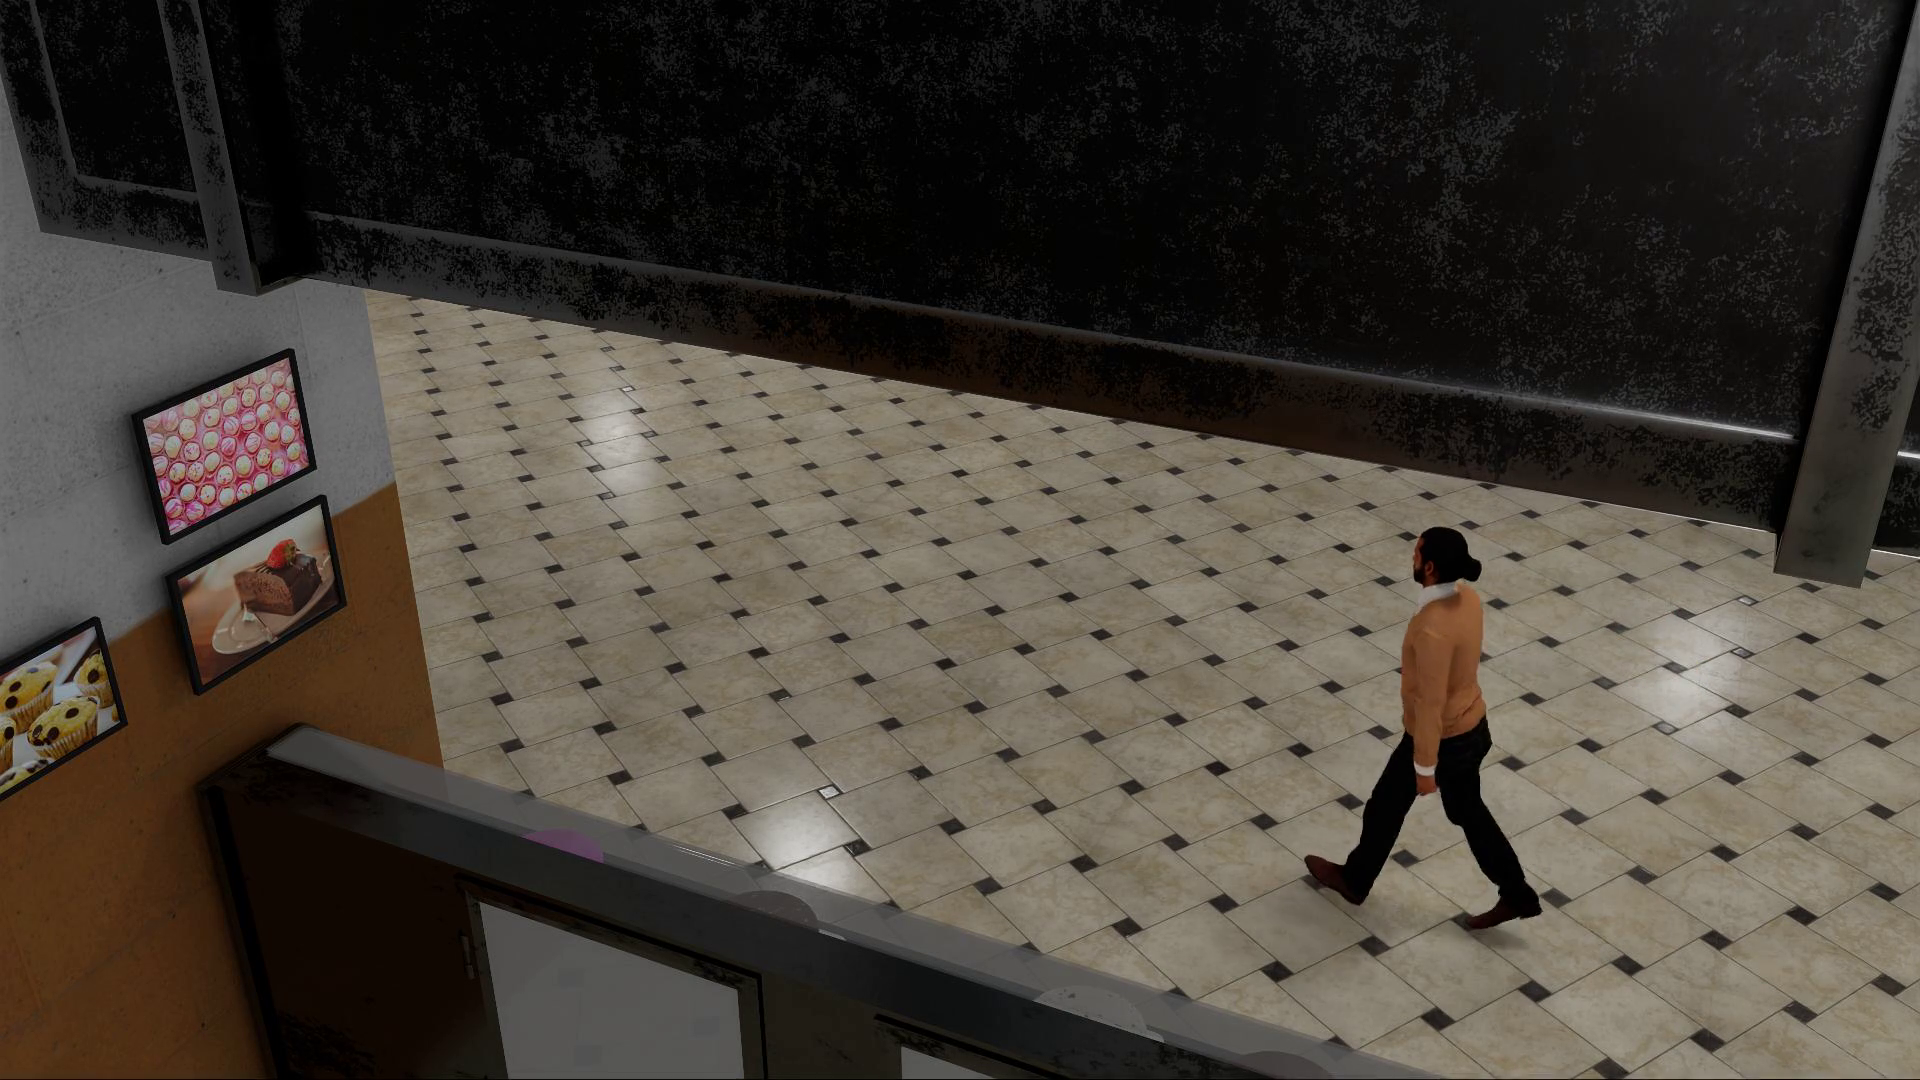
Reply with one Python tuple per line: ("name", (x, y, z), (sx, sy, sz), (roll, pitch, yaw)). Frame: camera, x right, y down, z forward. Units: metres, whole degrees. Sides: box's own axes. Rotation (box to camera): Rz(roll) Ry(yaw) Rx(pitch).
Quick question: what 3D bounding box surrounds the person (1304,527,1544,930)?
("person", (1.948, 0.798, 6.441), (0.886, 1.722, 1.168), (15, 31, 27))
